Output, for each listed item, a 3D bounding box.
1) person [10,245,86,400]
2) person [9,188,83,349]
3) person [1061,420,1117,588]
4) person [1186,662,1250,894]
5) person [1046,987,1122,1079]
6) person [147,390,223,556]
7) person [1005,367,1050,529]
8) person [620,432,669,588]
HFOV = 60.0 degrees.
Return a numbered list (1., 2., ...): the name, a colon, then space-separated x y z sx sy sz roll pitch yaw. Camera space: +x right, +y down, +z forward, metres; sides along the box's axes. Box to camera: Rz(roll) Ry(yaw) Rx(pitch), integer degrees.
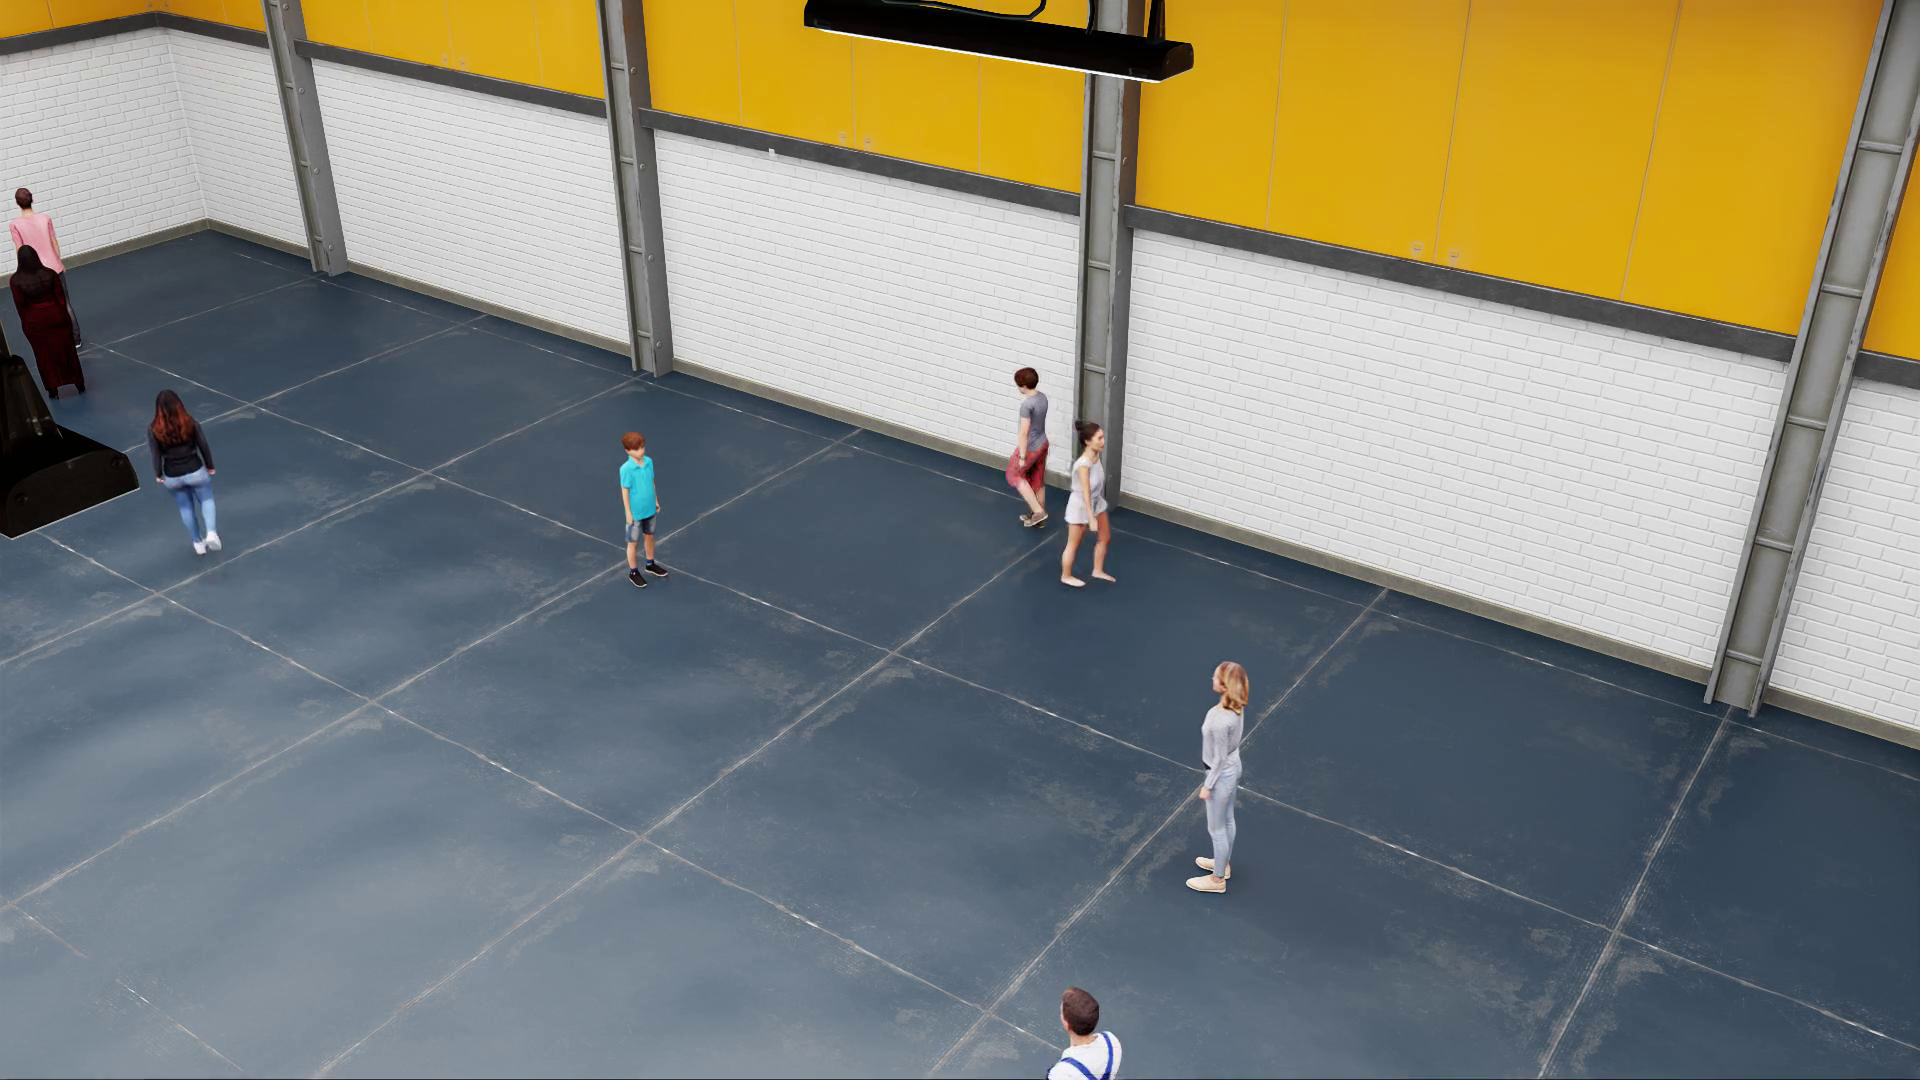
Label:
1. person: -10.100 -2.416 18.390 0.739 1.757 0.719 -19 34 -30
2. person: -10.789 -3.178 19.579 0.672 1.958 0.602 -25 37 -38
3. person: 1.040 -0.307 14.700 0.729 1.589 0.621 14 32 24
4. person: 1.740 1.568 11.047 0.568 1.796 0.626 12 31 21
5. person: 0.674 3.065 8.299 0.902 1.799 1.281 -21 35 -33
6. person: -7.044 -0.561 15.136 0.824 1.618 0.904 -13 31 -23
7. person: 0.742 -0.822 15.593 0.651 1.638 0.609 19 34 30
8. person: -2.862 -0.307 14.846 0.509 1.448 0.537 22 36 35
